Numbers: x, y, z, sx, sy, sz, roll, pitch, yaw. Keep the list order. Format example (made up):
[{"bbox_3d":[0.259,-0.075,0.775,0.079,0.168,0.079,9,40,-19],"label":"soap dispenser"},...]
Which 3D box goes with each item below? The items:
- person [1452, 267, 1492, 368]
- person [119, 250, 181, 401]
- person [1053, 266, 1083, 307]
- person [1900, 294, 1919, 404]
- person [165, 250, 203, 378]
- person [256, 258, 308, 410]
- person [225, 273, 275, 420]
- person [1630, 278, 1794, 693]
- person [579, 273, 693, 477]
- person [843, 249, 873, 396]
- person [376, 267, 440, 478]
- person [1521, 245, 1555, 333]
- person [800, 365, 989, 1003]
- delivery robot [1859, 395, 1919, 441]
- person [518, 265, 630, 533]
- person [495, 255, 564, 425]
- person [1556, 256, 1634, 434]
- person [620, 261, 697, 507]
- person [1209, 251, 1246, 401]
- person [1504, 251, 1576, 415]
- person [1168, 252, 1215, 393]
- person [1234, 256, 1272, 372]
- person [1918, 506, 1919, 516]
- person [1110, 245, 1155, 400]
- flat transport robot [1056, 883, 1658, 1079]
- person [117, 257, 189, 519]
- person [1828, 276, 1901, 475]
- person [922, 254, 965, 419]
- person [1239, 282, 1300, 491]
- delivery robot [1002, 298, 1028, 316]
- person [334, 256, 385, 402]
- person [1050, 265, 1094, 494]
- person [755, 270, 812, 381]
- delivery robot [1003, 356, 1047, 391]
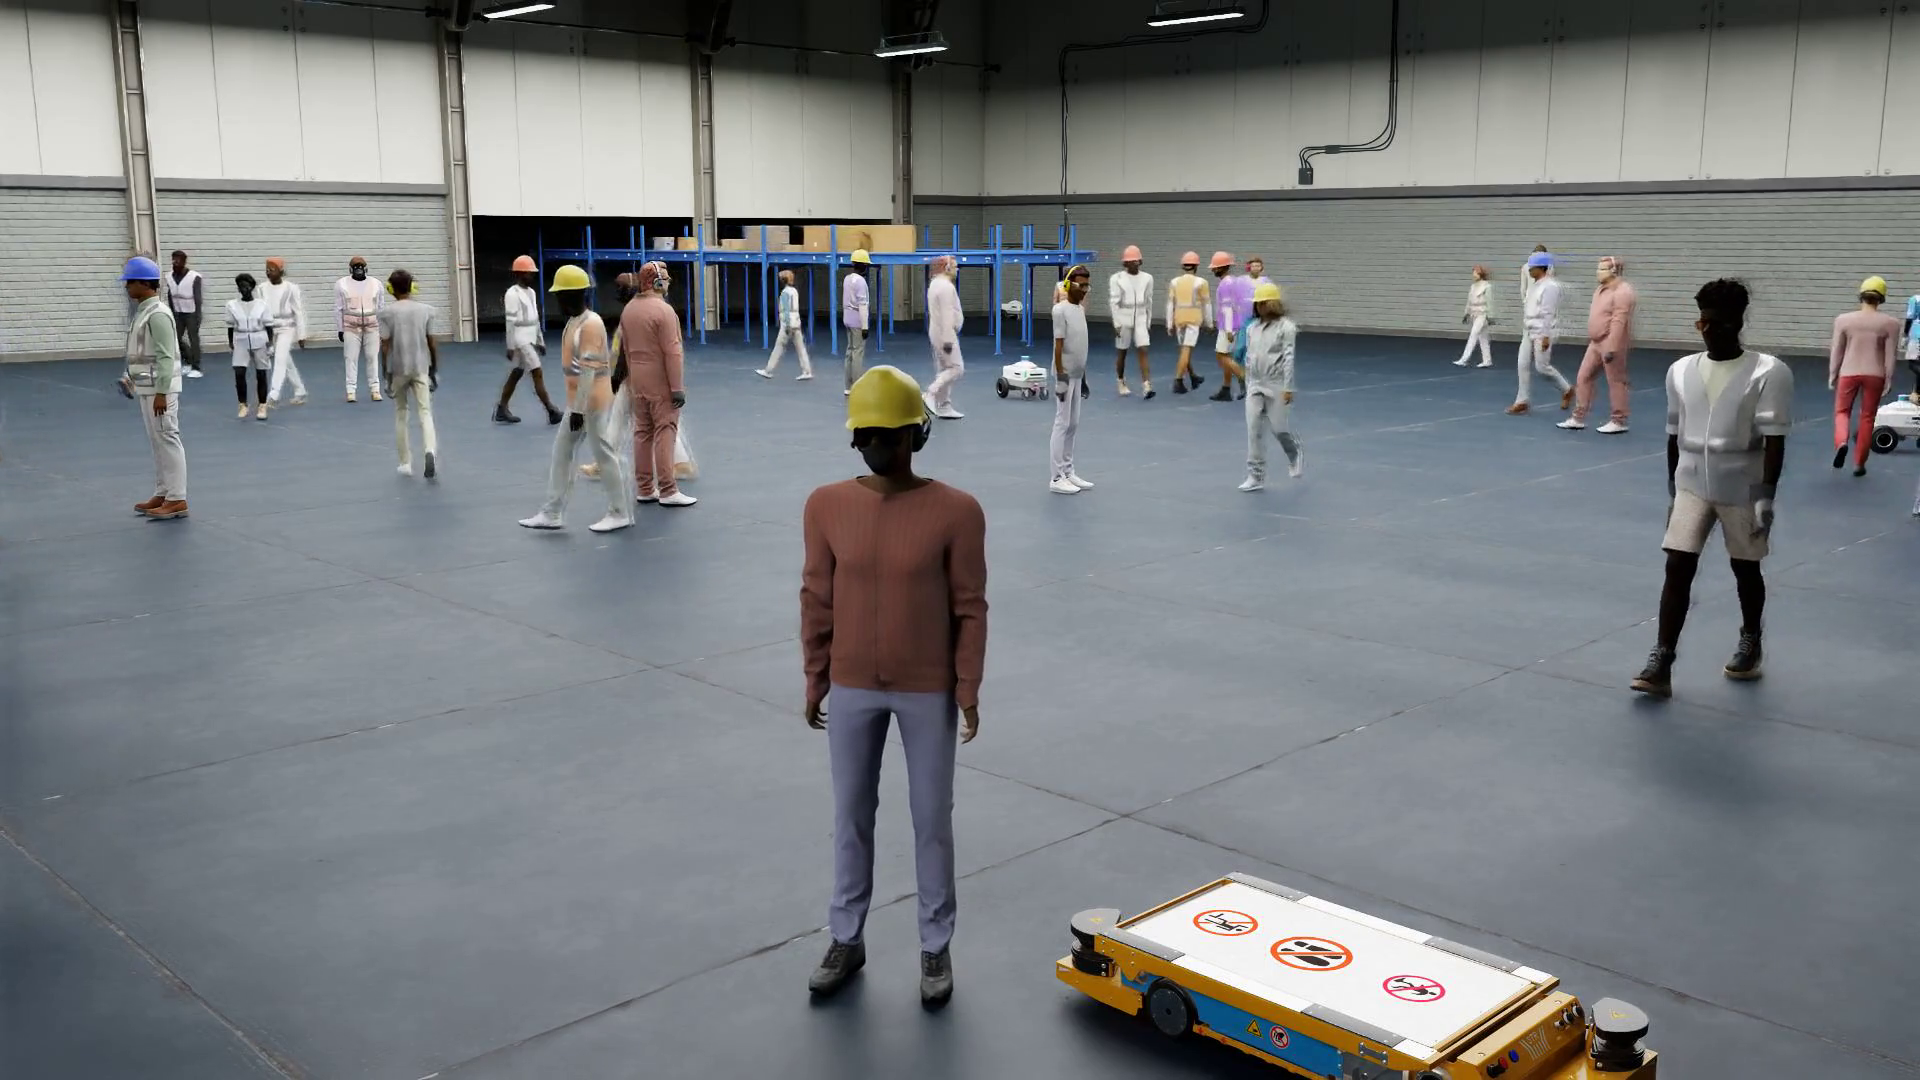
[{"bbox_3d":[8.197,-3.553,26.577,0.818,1.597,0.535,-2,11,-11],"label":"person"},{"bbox_3d":[-10.274,-2.692,21.014,0.642,1.925,0.669,5,12,26],"label":"person"},{"bbox_3d":[1.840,-3.790,27.882,0.515,1.611,0.734,5,12,26],"label":"person"},{"bbox_3d":[12.083,-2.518,20.742,0.528,1.678,0.686,-2,11,-8],"label":"person"},{"bbox_3d":[-11.553,-3.371,24.827,0.612,1.892,0.465,2,11,11],"label":"person"},{"bbox_3d":[-8.403,-2.545,20.502,0.580,1.832,1.003,4,11,21],"label":"person"},{"bbox_3d":[-8.107,-2.196,19.008,0.538,1.677,0.630,-3,11,-15],"label":"person"},{"bbox_3d":[3.552,-0.251,7.756,1.000,1.922,0.626,-10,14,-42],"label":"person"},{"bbox_3d":[-2.810,-1.420,14.475,0.984,1.798,0.638,-2,11,-13],"label":"person"},{"bbox_3d":[-1.332,-2.844,21.854,0.385,1.922,0.594,-5,11,-25],"label":"person"},{"bbox_3d":[-4.798,-1.460,14.553,0.523,1.844,0.826,-5,11,-25],"label":"person"},{"bbox_3d":[10.327,-4.295,29.728,0.372,1.940,0.627,-10,14,-43],"label":"person"},{"bbox_3d":[-0.187,0.403,4.578,0.526,1.768,0.331,2,11,12],"label":"person"},{"bbox_3d":[9.302,-1.189,16.419,0.707,0.478,0.477,2,10,9],"label":"delivery robot"},{"bbox_3d":[-2.755,-0.978,11.747,0.877,1.889,0.612,-6,12,-28],"label":"person"},{"bbox_3d":[-4.846,-2.239,18.670,0.980,1.884,0.561,1,10,8],"label":"person"},{"bbox_3d":[6.801,-2.079,17.788,0.814,1.876,0.680,-1,10,-6],"label":"person"},{"bbox_3d":[-2.367,-1.225,13.074,0.643,1.909,0.410,10,14,43],"label":"person"},{"bbox_3d":[3.484,-2.720,21.235,0.595,1.917,0.542,5,11,24],"label":"person"},{"bbox_3d":[6.902,-2.437,19.640,0.752,1.927,0.610,-2,11,-11],"label":"person"},{"bbox_3d":[3.128,-2.953,22.579,0.560,1.881,1.022,7,13,35],"label":"person"},{"bbox_3d":[4.251,-3.253,24.405,0.600,1.813,0.830,-1,10,-7],"label":"person"},{"bbox_3d":[7.644,-1.080,12.390,0.963,1.857,0.679,-1,10,-5],"label":"person"},{"bbox_3d":[2.242,-2.832,21.660,0.610,1.982,1.062,-2,11,-12],"label":"person"},{"bbox_3d":[1.002,1.205,4.401,0.652,0.197,1.431,-10,14,-44],"label":"flat transport robot"},{"bbox_3d":[-6.059,-1.144,12.519,0.388,1.949,0.602,-8,13,-37],"label":"person"},{"bbox_3d":[7.947,-1.440,14.645,0.534,1.758,0.459,6,12,31],"label":"person"},{"bbox_3d":[-0.186,-2.330,19.124,0.474,1.890,0.675,-2,11,-10],"label":"person"},{"bbox_3d":[2.616,-1.294,13.950,0.494,1.723,0.622,9,14,41],"label":"person"},{"bbox_3d":[1.381,-5.810,41.623,0.477,0.478,0.707,-10,14,-44],"label":"delivery robot"},{"bbox_3d":[-7.656,-2.698,21.286,0.624,1.845,0.430,-5,12,-26],"label":"person"},{"bbox_3d":[0.931,-1.335,13.794,0.327,1.865,0.517,5,12,27],"label":"person"},{"bbox_3d":[-2.552,-3.128,24.291,0.860,1.587,0.545,3,11,15],"label":"person"},{"bbox_3d":[0.845,-2.153,21.683,0.477,0.478,0.707,-5,11,-23],"label":"delivery robot"}]
